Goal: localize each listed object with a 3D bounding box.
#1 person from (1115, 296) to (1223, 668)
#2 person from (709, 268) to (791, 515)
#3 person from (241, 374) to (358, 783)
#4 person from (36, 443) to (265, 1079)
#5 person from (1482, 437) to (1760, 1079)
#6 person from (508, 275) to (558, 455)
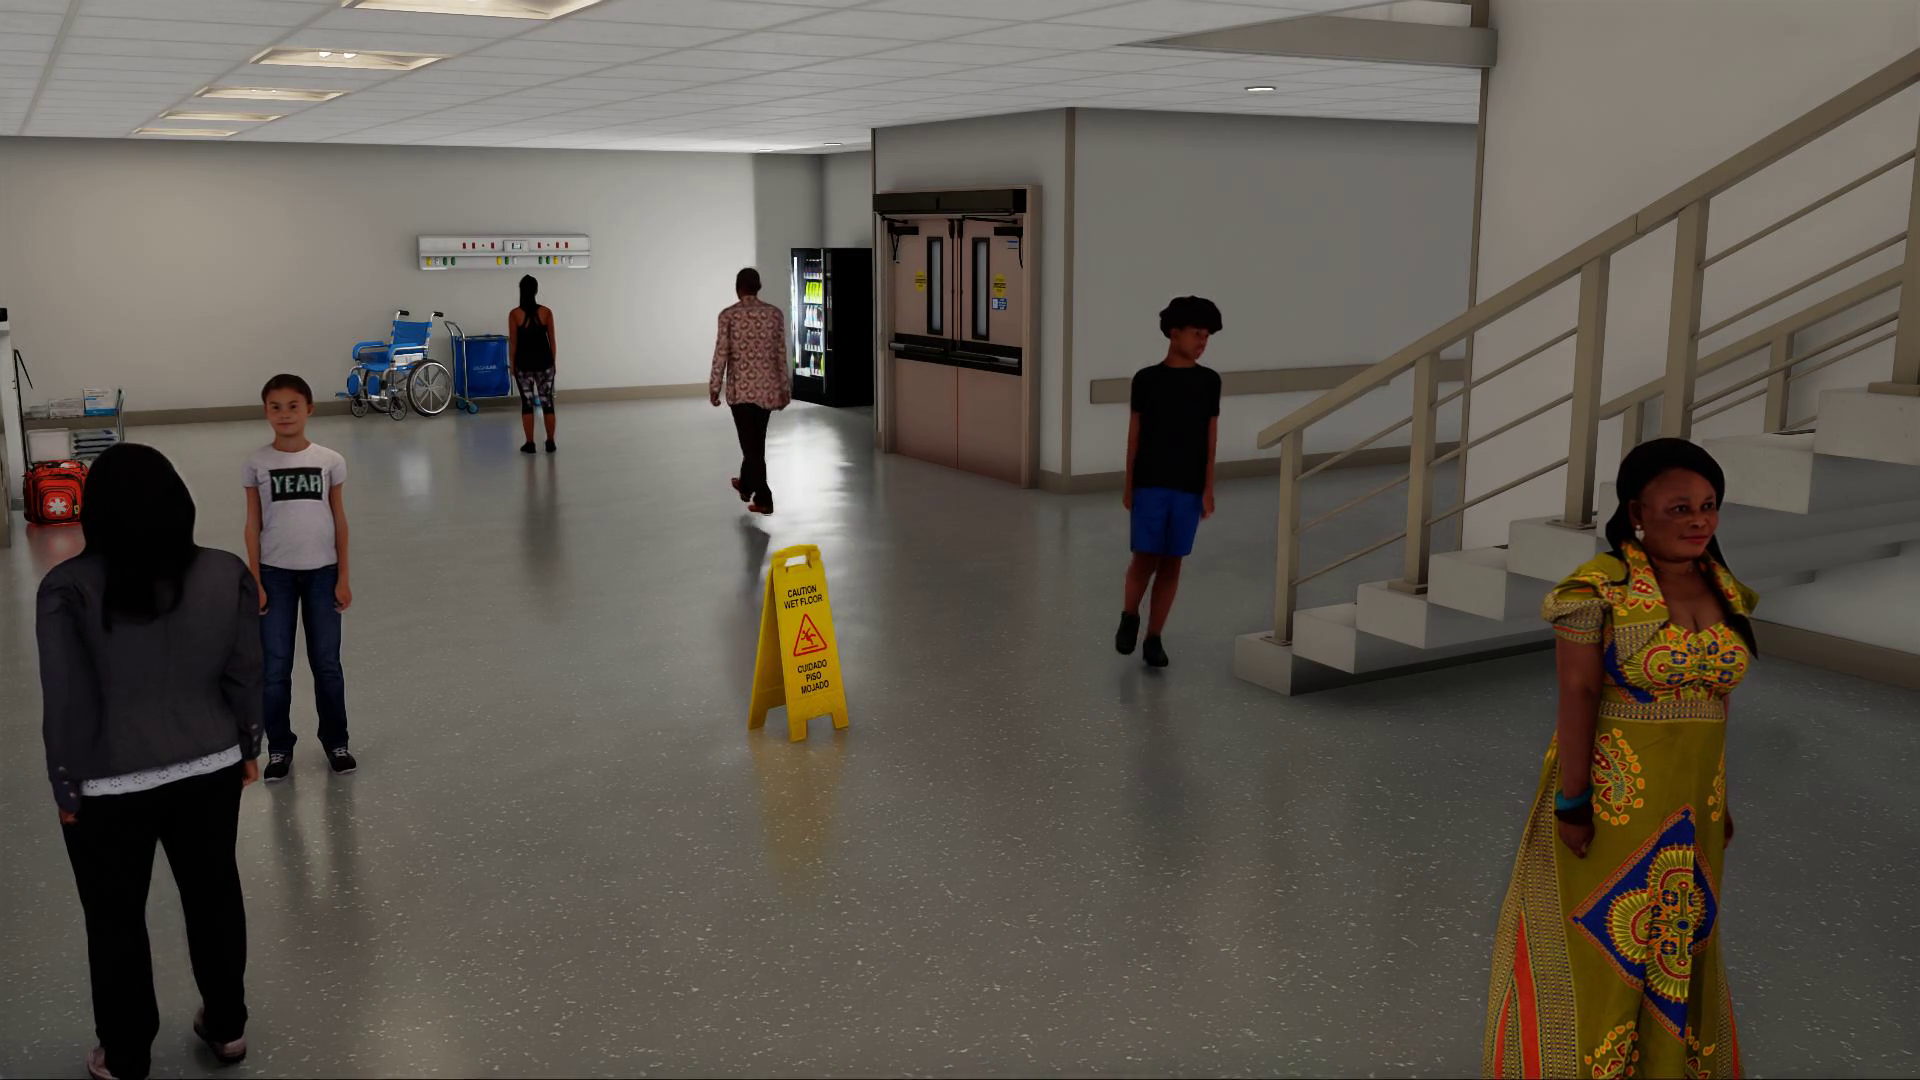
[{"bbox_3d":[1.002,-0.274,7.985,0.752,1.774,0.805,0,11,1],"label":"person"},{"bbox_3d":[-1.484,-1.043,12.077,0.724,1.760,1.128,-7,13,-32],"label":"person"},{"bbox_3d":[-2.560,0.167,6.439,0.551,1.484,0.546,-5,12,-23],"label":"person"},{"bbox_3d":[-1.985,0.556,4.092,0.742,1.594,0.741,10,15,43],"label":"person"},{"bbox_3d":[1.535,0.585,3.763,0.901,1.661,0.834,-4,11,-20],"label":"person"},{"bbox_3d":[-3.982,-1.648,15.531,0.601,1.659,0.546,-4,12,-22],"label":"person"}]
